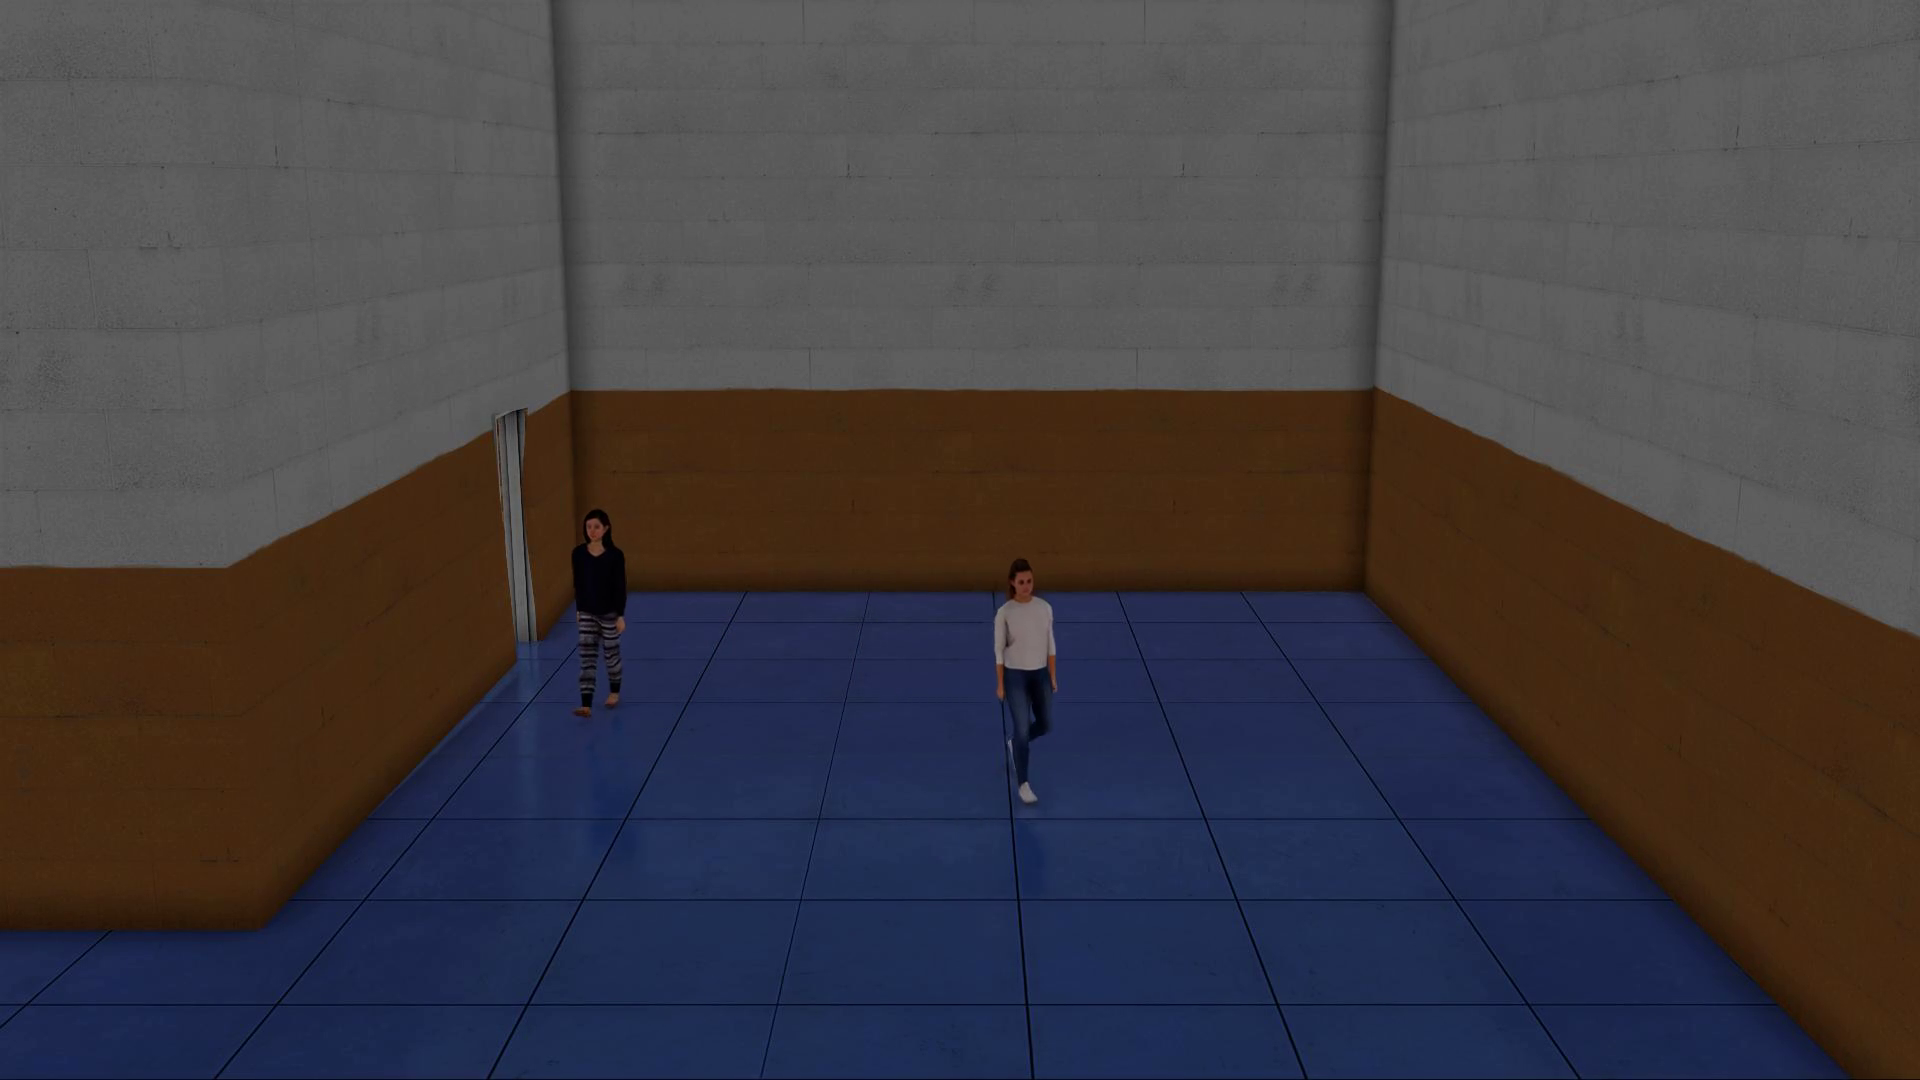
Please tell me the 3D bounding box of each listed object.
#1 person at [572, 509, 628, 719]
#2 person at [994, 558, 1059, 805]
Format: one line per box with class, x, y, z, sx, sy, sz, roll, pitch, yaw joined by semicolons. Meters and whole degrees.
person;-2.919;0.594;13.674;1.027;1.688;0.785;2;12;8
person;0.442;0.973;11.818;0.924;1.711;0.882;-5;13;-22
